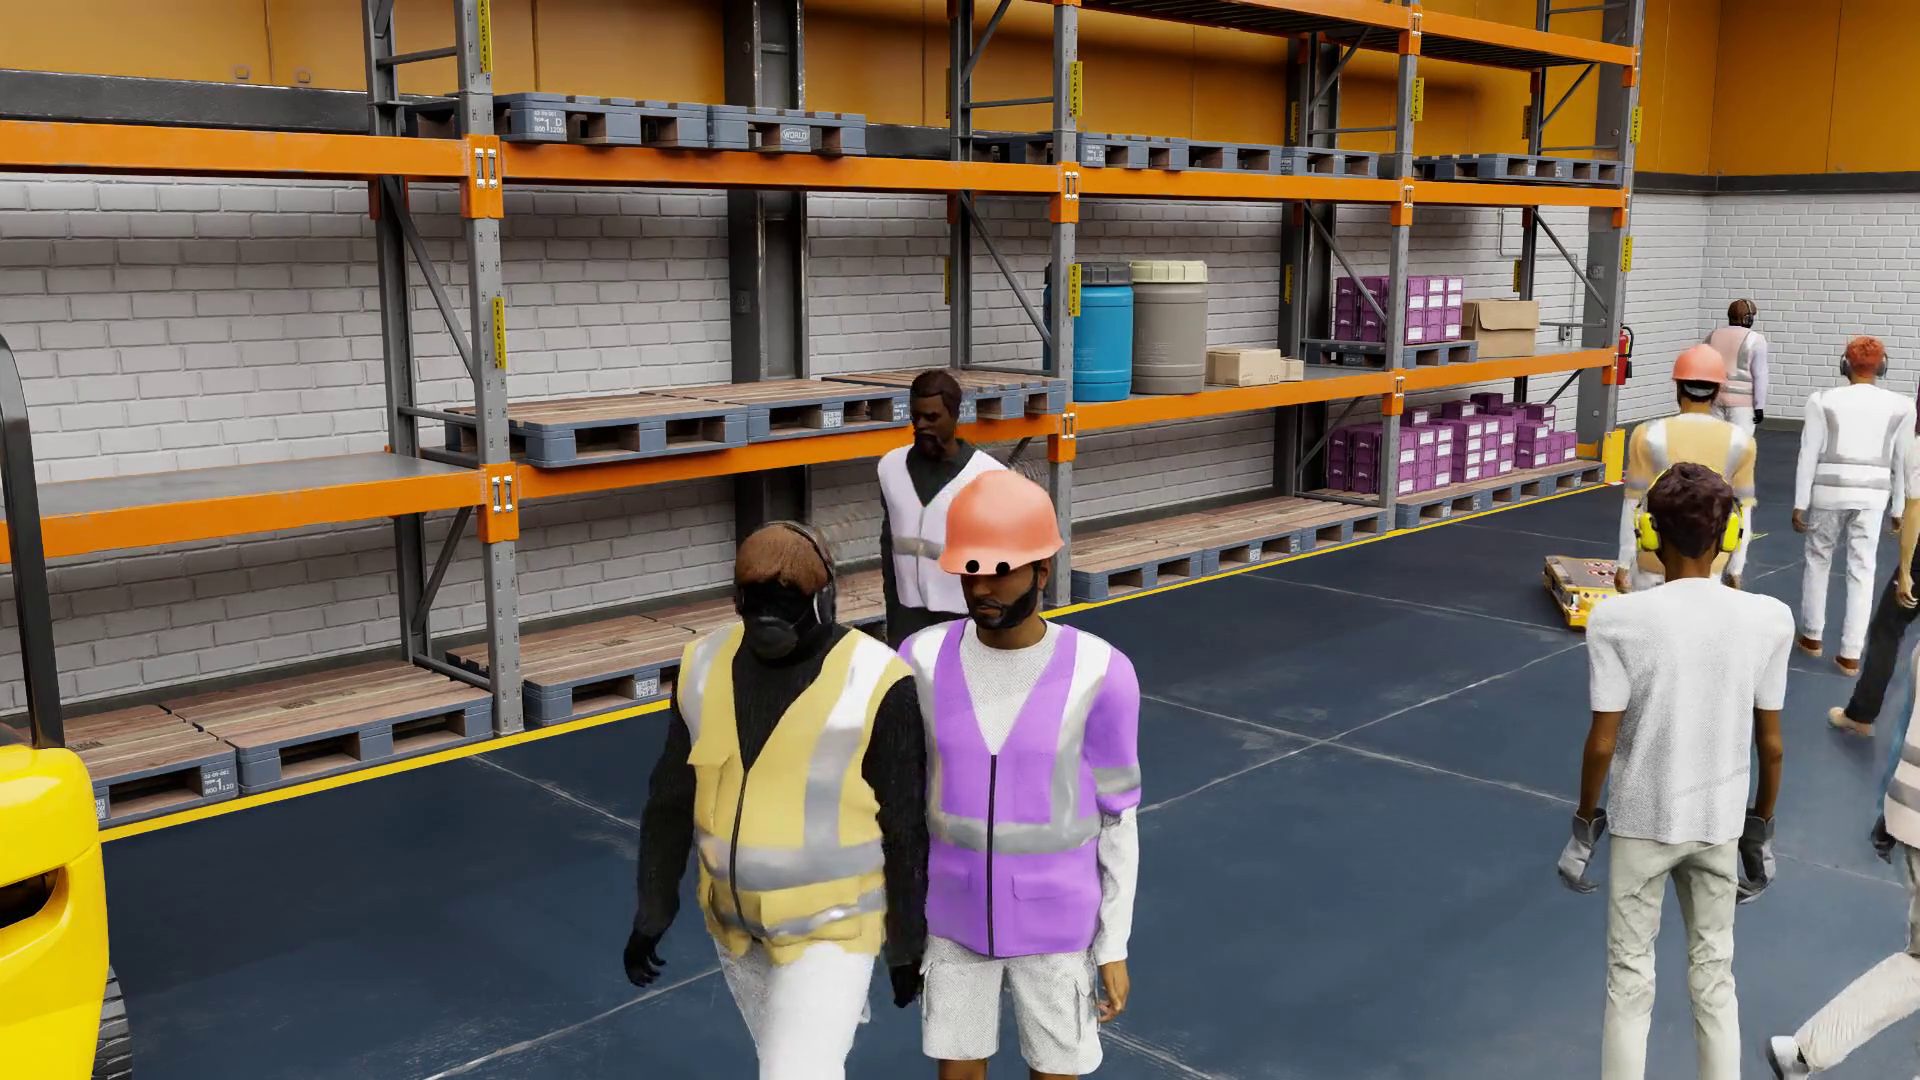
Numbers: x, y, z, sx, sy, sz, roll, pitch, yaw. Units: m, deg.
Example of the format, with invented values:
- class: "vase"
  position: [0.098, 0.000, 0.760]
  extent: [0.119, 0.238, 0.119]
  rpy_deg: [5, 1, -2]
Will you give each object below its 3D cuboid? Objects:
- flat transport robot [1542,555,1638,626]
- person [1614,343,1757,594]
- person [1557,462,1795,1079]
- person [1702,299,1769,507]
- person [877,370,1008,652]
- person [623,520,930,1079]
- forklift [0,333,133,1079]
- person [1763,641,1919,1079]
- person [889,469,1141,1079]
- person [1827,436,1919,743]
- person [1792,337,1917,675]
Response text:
- class: "flat transport robot"
  position: [4.179, 0.323, 10.714]
  extent: [0.652, 0.197, 1.431]
  rpy_deg: [2, 11, 12]
- class: "person"
  position: [3.281, 0.077, 7.536]
  extent: [0.573, 1.921, 0.539]
  rpy_deg: [2, 11, 10]
- class: "person"
  position: [1.764, 0.731, 4.142]
  extent: [0.520, 1.865, 0.327]
  rpy_deg: [1, 10, 3]
- class: "person"
  position: [6.891, -1.216, 14.821]
  extent: [0.430, 1.843, 0.625]
  rpy_deg: [-6, 12, -31]
- class: "person"
  position: [-0.114, 0.311, 6.325]
  extent: [0.616, 1.894, 0.733]
  rpy_deg: [6, 12, 29]
- class: "person"
  position: [-0.428, 0.861, 3.567]
  extent: [0.640, 1.808, 0.818]
  rpy_deg: [6, 12, 32]
- class: "forklift"
  position: [-3.289, 0.485, 4.582]
  extent: [1.214, 2.155, 2.313]
  rpy_deg: [-10, 14, -44]
- class: "person"
  position: [2.577, 0.803, 4.458]
  extent: [0.737, 1.604, 0.546]
  rpy_deg: [0, 10, 1]
- class: "person"
  position: [0.096, 0.807, 3.525]
  extent: [0.550, 1.935, 0.376]
  rpy_deg: [3, 11, 17]
- class: "person"
  position: [4.441, 0.104, 7.695]
  extent: [0.511, 1.811, 0.835]
  rpy_deg: [-1, 10, -7]
- class: "person"
  position: [4.993, -0.209, 9.341]
  extent: [0.598, 1.840, 0.803]
  rpy_deg: [3, 11, 18]
